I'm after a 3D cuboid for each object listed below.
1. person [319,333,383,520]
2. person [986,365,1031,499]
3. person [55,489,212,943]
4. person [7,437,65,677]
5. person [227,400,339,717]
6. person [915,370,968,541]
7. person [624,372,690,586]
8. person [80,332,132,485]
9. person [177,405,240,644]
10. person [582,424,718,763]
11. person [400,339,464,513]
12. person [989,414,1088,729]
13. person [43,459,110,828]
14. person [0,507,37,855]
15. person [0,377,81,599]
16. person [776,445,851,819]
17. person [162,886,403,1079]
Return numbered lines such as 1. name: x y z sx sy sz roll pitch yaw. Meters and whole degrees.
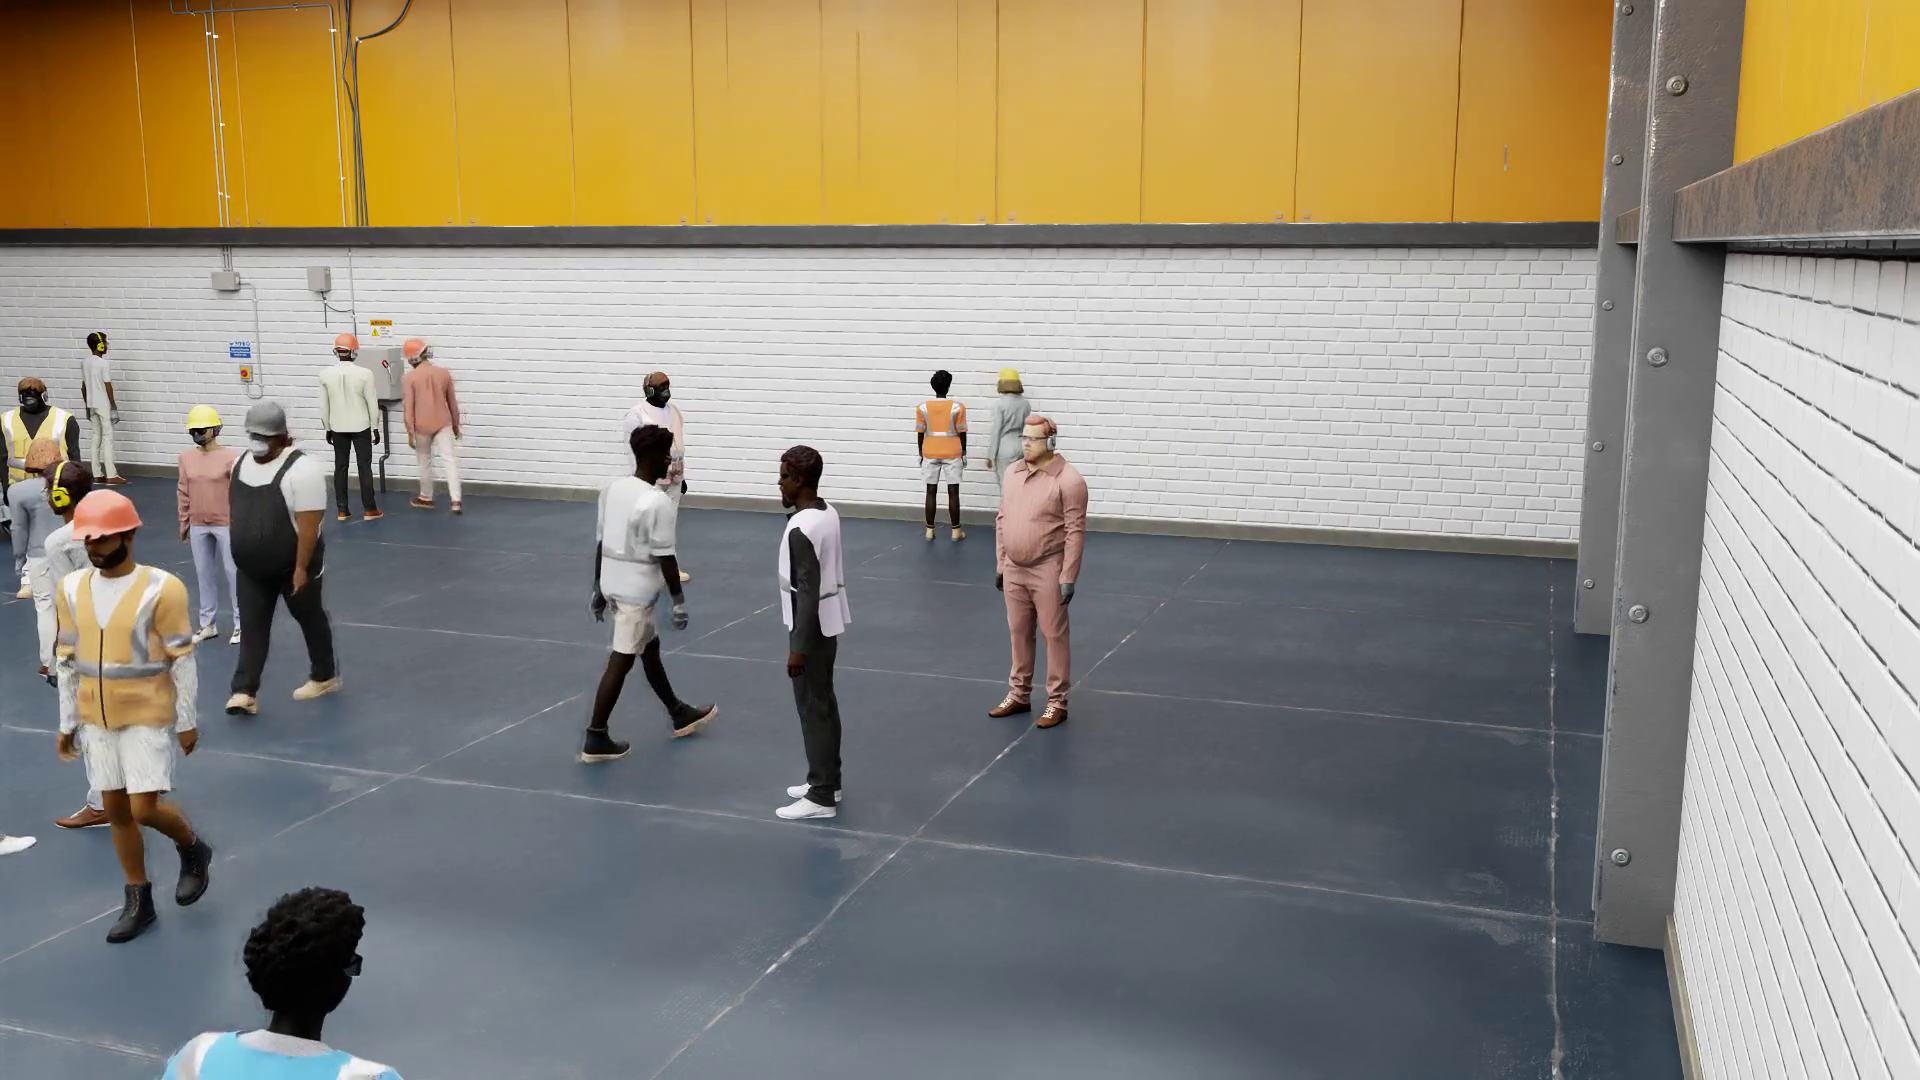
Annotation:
1. person: -6.476 -1.199 17.703 0.611 1.995 0.380 0 10 -1
2. person: 0.474 -0.902 16.797 0.488 1.739 0.346 -10 14 -43
3. person: -3.519 0.727 7.059 0.552 1.922 0.474 1 10 8
4. person: -6.147 0.118 11.297 0.498 1.634 0.278 -7 12 -33
5. person: -4.281 0.073 10.410 0.708 2.000 0.960 3 10 14
6. person: -0.175 -0.831 16.463 0.531 1.698 0.320 2 10 10
7. person: -2.585 -0.528 14.347 0.429 1.847 0.627 6 12 32
8. person: -10.491 -1.604 20.331 0.521 1.873 0.334 5 11 27
9. person: -5.477 -0.107 12.195 0.535 1.767 0.315 1 10 6
10. person: -1.795 0.289 9.570 1.000 1.898 0.616 -8 13 -40
11. person: -5.762 -1.241 18.202 0.684 1.915 1.056 -8 13 -38
12. person: 0.459 0.184 10.161 0.643 1.909 0.410 9 13 40
13. person: -4.410 0.519 8.385 0.328 1.870 0.510 1 10 5
14. person: -4.804 0.629 7.747 0.605 1.888 0.715 6 12 30
15. person: -7.647 -0.436 13.839 0.625 1.844 0.429 -3 11 -17
16. person: -0.755 0.469 8.522 0.375 1.917 0.599 1 10 6
17. person: -1.313 1.519 3.331 0.548 1.658 0.623 3 11 18
